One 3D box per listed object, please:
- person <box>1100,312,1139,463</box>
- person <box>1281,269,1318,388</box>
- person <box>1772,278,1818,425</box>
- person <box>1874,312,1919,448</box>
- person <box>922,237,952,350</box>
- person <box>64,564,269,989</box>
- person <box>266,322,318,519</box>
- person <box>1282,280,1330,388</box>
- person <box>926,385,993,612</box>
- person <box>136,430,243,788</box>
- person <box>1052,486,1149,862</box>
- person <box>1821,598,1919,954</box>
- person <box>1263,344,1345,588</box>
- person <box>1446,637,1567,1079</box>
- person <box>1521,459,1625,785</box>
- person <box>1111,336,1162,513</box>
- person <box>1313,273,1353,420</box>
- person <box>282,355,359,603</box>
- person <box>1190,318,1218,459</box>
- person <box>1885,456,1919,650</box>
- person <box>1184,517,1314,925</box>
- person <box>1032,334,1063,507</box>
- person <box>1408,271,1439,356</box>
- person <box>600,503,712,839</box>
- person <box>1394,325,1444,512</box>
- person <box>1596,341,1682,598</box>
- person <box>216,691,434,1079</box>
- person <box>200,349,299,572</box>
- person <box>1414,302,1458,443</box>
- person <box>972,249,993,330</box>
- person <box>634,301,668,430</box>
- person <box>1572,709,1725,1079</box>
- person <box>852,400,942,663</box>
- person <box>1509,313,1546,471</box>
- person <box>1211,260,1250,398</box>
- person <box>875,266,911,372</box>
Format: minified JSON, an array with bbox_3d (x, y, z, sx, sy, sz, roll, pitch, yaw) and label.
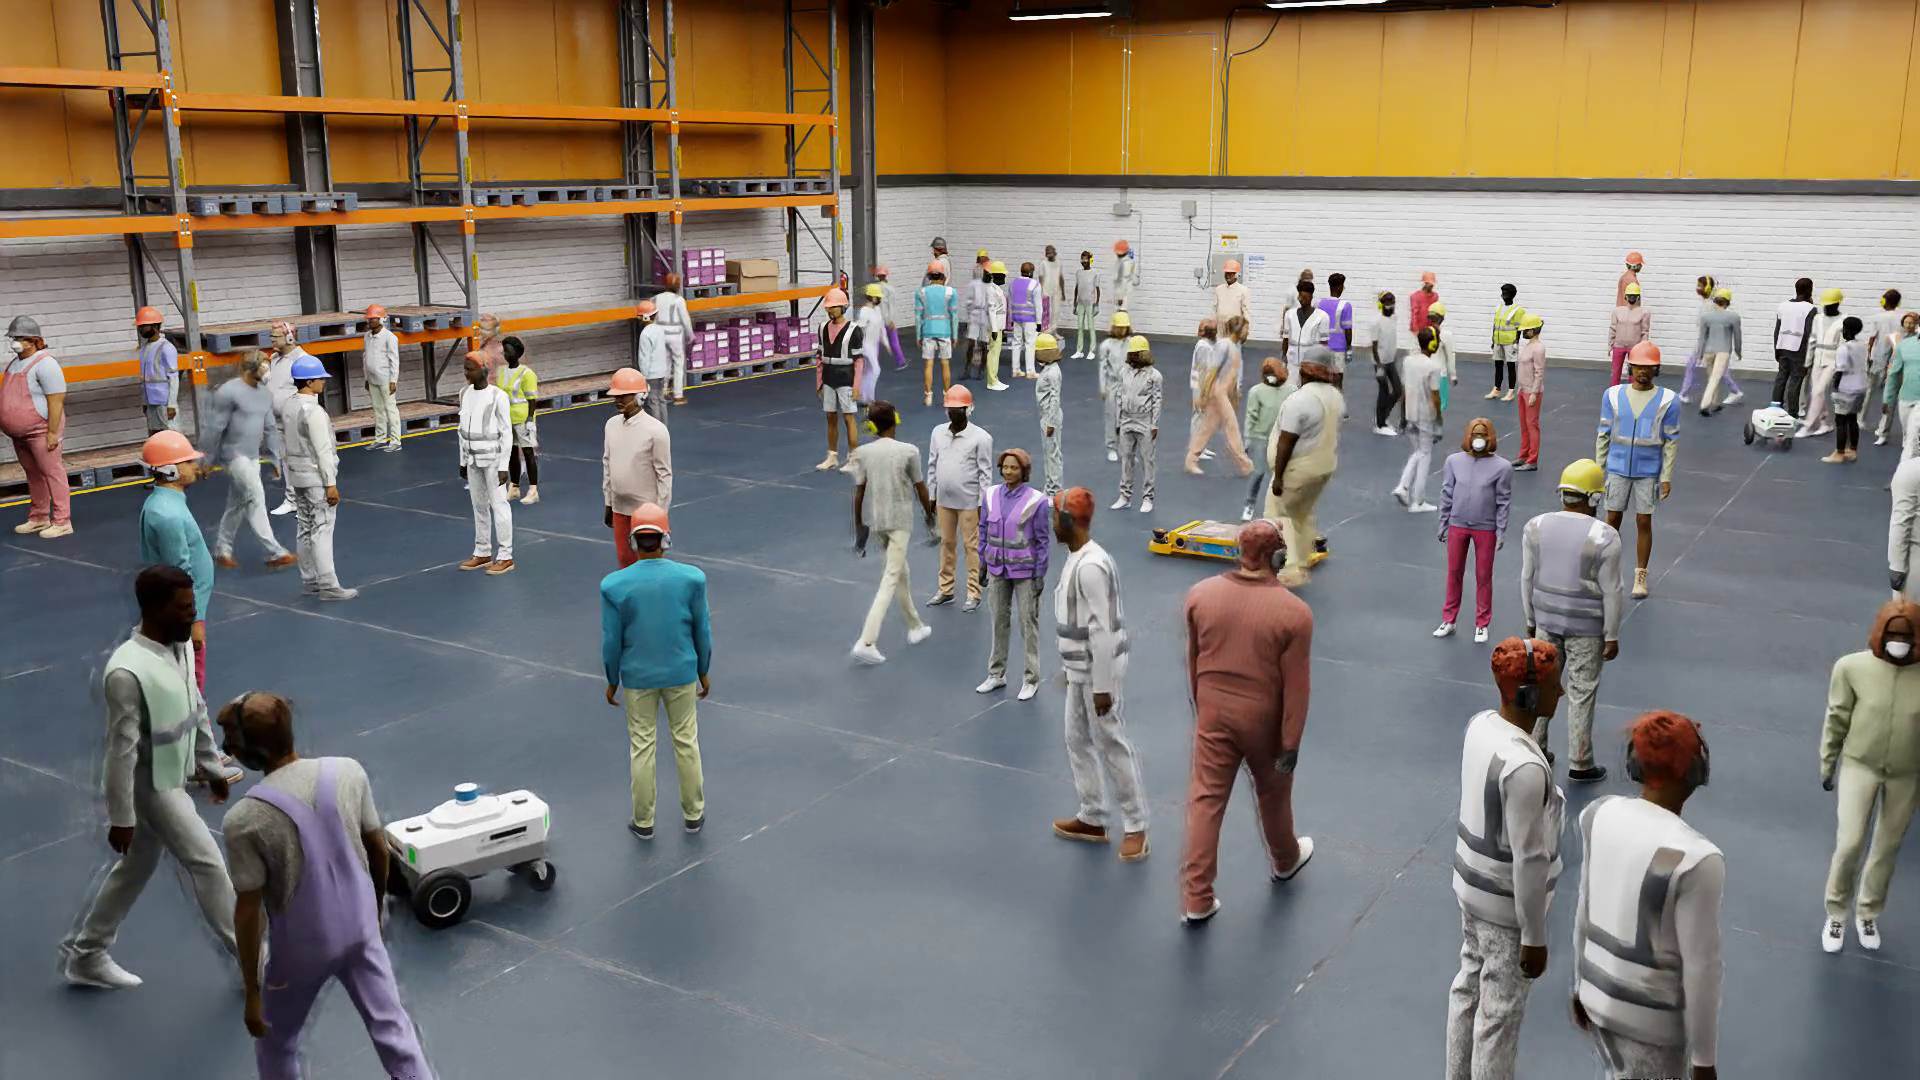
[{"bbox_3d":[1.849,-1.731,18.998,0.500,1.721,0.664,-3,13,-14],"label":"person"},{"bbox_3d":[5.192,-3.176,25.106,0.499,1.797,0.915,-6,14,-24],"label":"person"},{"bbox_3d":[10.921,-2.471,21.799,0.369,1.915,0.597,-5,14,-21],"label":"person"},{"bbox_3d":[11.393,-1.934,20.081,0.523,1.636,0.310,10,16,36],"label":"person"},{"bbox_3d":[-0.423,-4.501,30.328,0.537,2.000,0.682,1,13,4],"label":"person"},{"bbox_3d":[-3.304,1.001,6.886,1.042,1.860,0.601,-2,13,-8],"label":"person"},{"bbox_3d":[-6.501,-1.163,16.144,0.641,1.908,0.407,8,15,31],"label":"person"},{"bbox_3d":[4.271,-2.240,20.685,0.607,1.966,0.367,8,15,31],"label":"person"},{"bbox_3d":[-0.019,-0.328,12.847,0.563,1.755,0.321,8,15,31],"label":"person"},{"bbox_3d":[-4.315,0.380,9.252,0.375,1.997,0.611,-8,15,-31],"label":"person"},{"bbox_3d":[0.733,0.657,8.383,0.525,1.857,0.654,-1,13,-5],"label":"person"},{"bbox_3d":[4.020,1.043,7.226,0.499,1.612,0.511,5,14,22],"label":"person"},{"bbox_3d":[2.743,-0.601,13.411,0.707,2.000,0.542,-13,18,-44],"label":"person"},{"bbox_3d":[1.888,1.249,5.739,0.355,1.883,0.575,0,13,-2],"label":"person"},{"bbox_3d":[3.425,0.453,9.297,0.404,1.833,0.589,-11,17,-40],"label":"person"},{"bbox_3d":[1.746,-1.144,16.421,0.487,1.744,0.297,8,15,31],"label":"person"},{"bbox_3d":[4.953,-2.564,22.093,0.606,1.966,0.367,13,18,43],"label":"person"},{"bbox_3d":[-5.074,-0.477,13.080,0.605,1.948,0.386,12,18,43],"label":"person"},{"bbox_3d":[2.829,-1.760,19.342,0.315,1.634,0.518,4,13,15],"label":"person"},{"bbox_3d":[6.143,0.151,10.443,0.639,1.911,0.406,-2,13,-9],"label":"person"},{"bbox_3d":[1.344,0.804,7.720,0.657,1.852,0.998,8,15,32],"label":"person"},{"bbox_3d":[0.871,-1.196,16.661,0.312,1.738,0.483,-1,13,-5],"label":"person"},{"bbox_3d":[7.209,-3.267,25.668,0.562,1.720,0.779,-5,14,-22],"label":"person"},{"bbox_3d":[-1.554,0.671,8.546,0.563,1.742,0.339,-4,14,-16],"label":"person"},{"bbox_3d":[4.558,-1.186,16.357,0.390,1.856,0.566,-7,15,-27],"label":"person"},{"bbox_3d":[5.354,-0.558,13.212,0.607,2.048,0.368,8,15,31],"label":"person"},{"bbox_3d":[-2.058,1.370,5.476,0.883,1.782,0.564,11,17,40],"label":"person"},{"bbox_3d":[-5.959,-0.654,14.000,0.937,1.875,0.704,2,13,9],"label":"person"},{"bbox_3d":[5.704,-1.995,20.085,0.613,1.745,0.543,-11,17,-38],"label":"person"},{"bbox_3d":[0.430,-4.672,31.717,0.487,1.746,0.288,8,15,31],"label":"person"},{"bbox_3d":[-3.787,-2.045,20.332,0.346,1.745,0.566,3,13,12],"label":"person"},{"bbox_3d":[1.990,1.434,5.045,0.766,1.849,0.612,-3,13,-15],"label":"person"},{"bbox_3d":[-0.499,-0.077,11.669,0.556,1.805,0.992,8,15,31],"label":"person"},{"bbox_3d":[6.343,-1.651,18.581,0.318,1.764,0.522,0,13,0],"label":"person"},{"bbox_3d":[3.920,-3.068,24.210,0.611,1.997,0.375,11,17,39],"label":"person"},{"bbox_3d":[-1.185,-3.612,27.204,0.571,1.699,0.882,10,16,37],"label":"person"}]
